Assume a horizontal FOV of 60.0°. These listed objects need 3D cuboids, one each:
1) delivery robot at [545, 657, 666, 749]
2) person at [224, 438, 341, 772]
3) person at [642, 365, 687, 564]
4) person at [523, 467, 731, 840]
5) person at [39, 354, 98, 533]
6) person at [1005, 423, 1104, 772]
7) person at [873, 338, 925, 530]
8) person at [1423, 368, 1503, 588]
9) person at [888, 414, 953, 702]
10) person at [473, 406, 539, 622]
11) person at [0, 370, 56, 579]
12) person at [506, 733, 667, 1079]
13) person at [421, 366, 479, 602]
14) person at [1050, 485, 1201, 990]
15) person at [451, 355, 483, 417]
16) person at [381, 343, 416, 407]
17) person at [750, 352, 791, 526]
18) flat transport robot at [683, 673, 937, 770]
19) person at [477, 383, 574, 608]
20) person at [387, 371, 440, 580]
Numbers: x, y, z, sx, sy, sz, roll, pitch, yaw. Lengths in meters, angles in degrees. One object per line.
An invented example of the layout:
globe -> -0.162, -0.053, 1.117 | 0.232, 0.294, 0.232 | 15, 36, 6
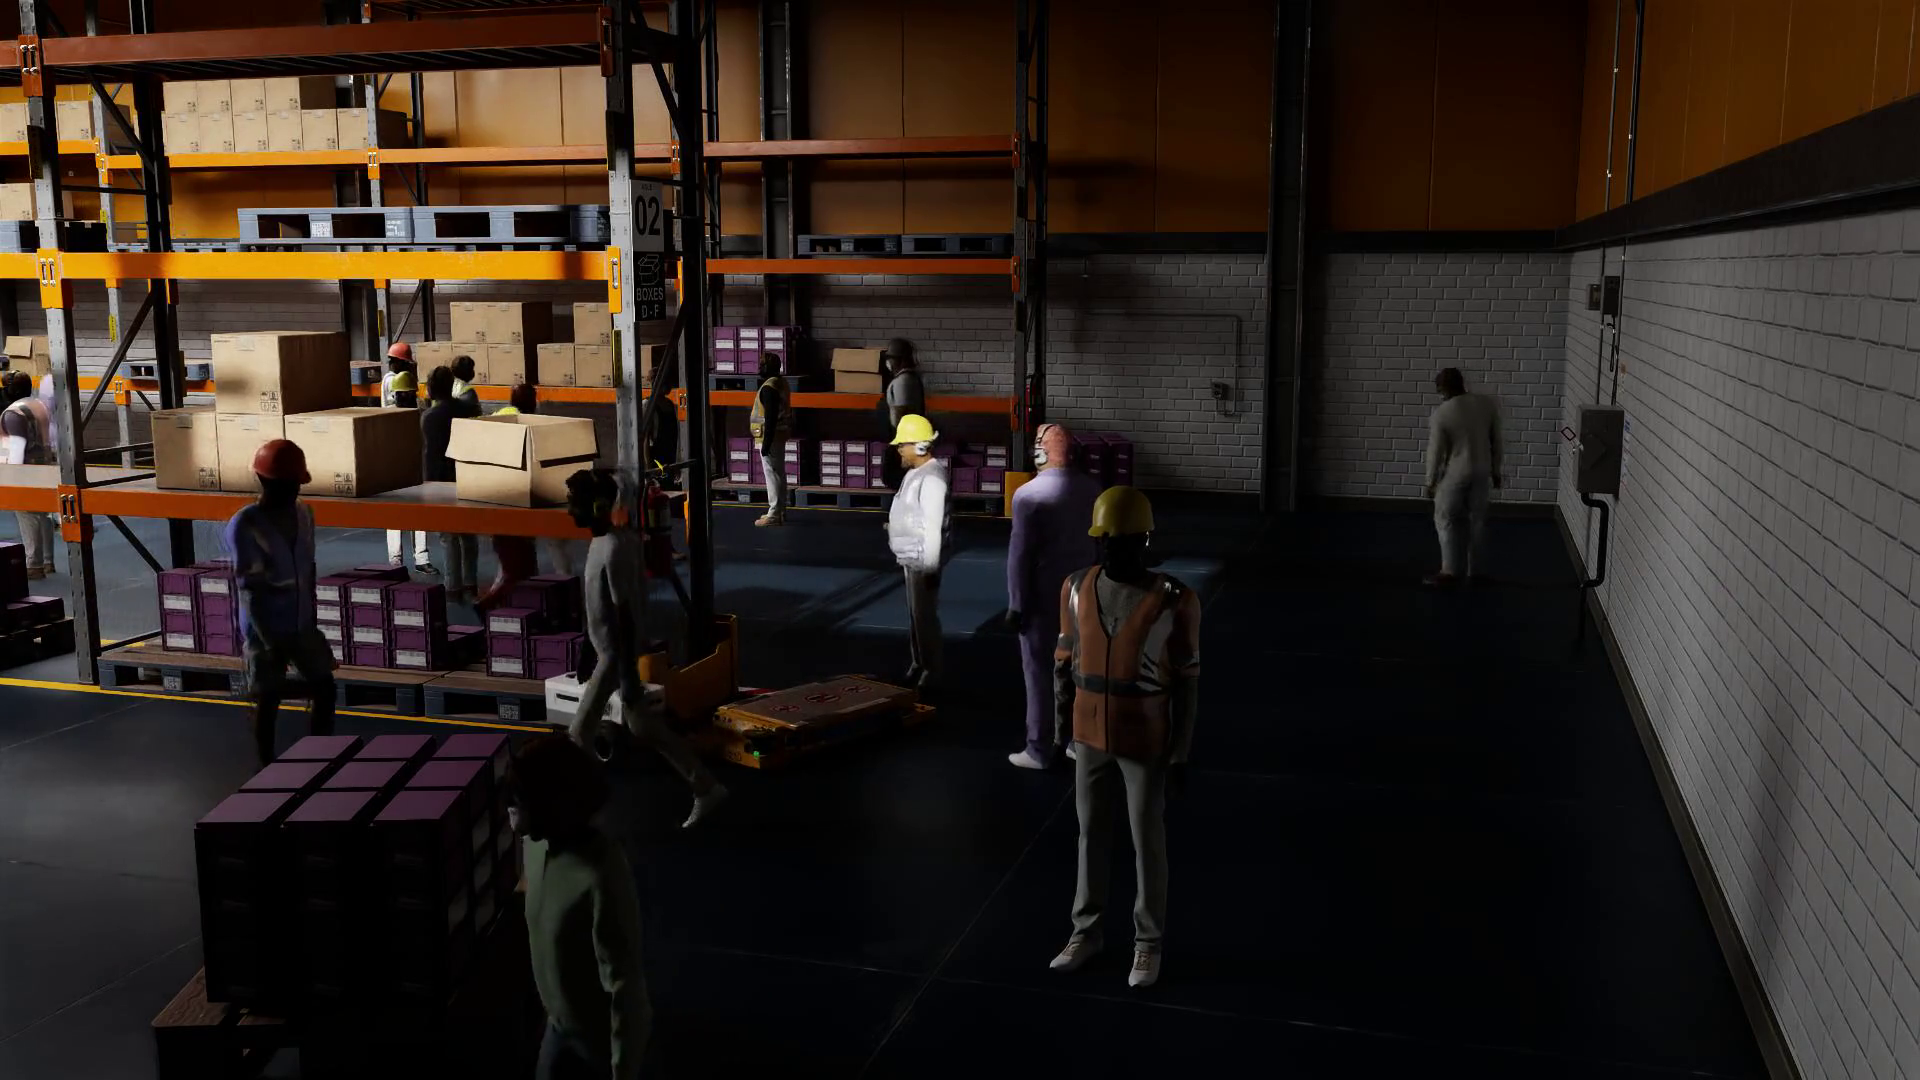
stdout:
delivery robot -> -1.992, 0.897, 9.332 | 0.707, 0.478, 0.477 | 6, 11, 34
person -> -3.360, 0.435, 8.328 | 0.683, 1.901, 0.574 | 5, 10, 26
person -> -2.760, -0.693, 15.382 | 0.345, 1.847, 0.508 | 3, 10, 19
person -> -1.581, 0.548, 7.914 | 0.946, 1.825, 0.526 | -2, 9, -10
person -> -9.152, -0.993, 16.965 | 0.473, 1.924, 0.634 | -8, 12, -41
person -> 0.513, 0.311, 9.138 | 0.643, 1.896, 0.401 | -7, 12, -37
person -> -0.619, -1.084, 17.171 | 0.564, 2.000, 0.692 | 1, 9, 7
person -> 4.335, -0.529, 14.277 | 0.714, 1.894, 0.363 | -2, 10, -12
person -> -0.252, 0.111, 10.565 | 0.404, 1.821, 0.601 | -2, 10, -12
person -> -3.287, -0.093, 11.984 | 0.522, 1.755, 0.533 | 2, 10, 15
person -> -8.257, -0.576, 14.682 | 0.429, 1.842, 0.637 | -1, 9, -8
person -> -0.908, 1.270, 4.275 | 0.873, 1.587, 0.582 | -9, 13, -44
person -> -4.201, -0.460, 13.677 | 0.354, 1.938, 0.634 | 3, 10, 17
person -> 0.617, 0.745, 6.362 | 0.585, 1.929, 0.370 | 5, 11, 28
person -> -5.139, -1.041, 17.595 | 0.882, 1.809, 0.659 | -8, 12, -39
person -> -6.099, -1.184, 18.129 | 0.391, 1.925, 0.547 | -3, 10, -20
person -> -2.013, -1.069, 17.688 | 0.429, 1.842, 0.633 | 1, 9, 5
flat transport robot -> -0.850, 1.029, 9.674 | 0.652, 0.197, 1.431 | 8, 12, 40
person -> -3.421, -0.329, 13.232 | 1.020, 1.829, 0.588 | 6, 11, 30
person -> -4.857, -0.569, 14.665 | 0.403, 1.833, 0.586 | 7, 12, 37
